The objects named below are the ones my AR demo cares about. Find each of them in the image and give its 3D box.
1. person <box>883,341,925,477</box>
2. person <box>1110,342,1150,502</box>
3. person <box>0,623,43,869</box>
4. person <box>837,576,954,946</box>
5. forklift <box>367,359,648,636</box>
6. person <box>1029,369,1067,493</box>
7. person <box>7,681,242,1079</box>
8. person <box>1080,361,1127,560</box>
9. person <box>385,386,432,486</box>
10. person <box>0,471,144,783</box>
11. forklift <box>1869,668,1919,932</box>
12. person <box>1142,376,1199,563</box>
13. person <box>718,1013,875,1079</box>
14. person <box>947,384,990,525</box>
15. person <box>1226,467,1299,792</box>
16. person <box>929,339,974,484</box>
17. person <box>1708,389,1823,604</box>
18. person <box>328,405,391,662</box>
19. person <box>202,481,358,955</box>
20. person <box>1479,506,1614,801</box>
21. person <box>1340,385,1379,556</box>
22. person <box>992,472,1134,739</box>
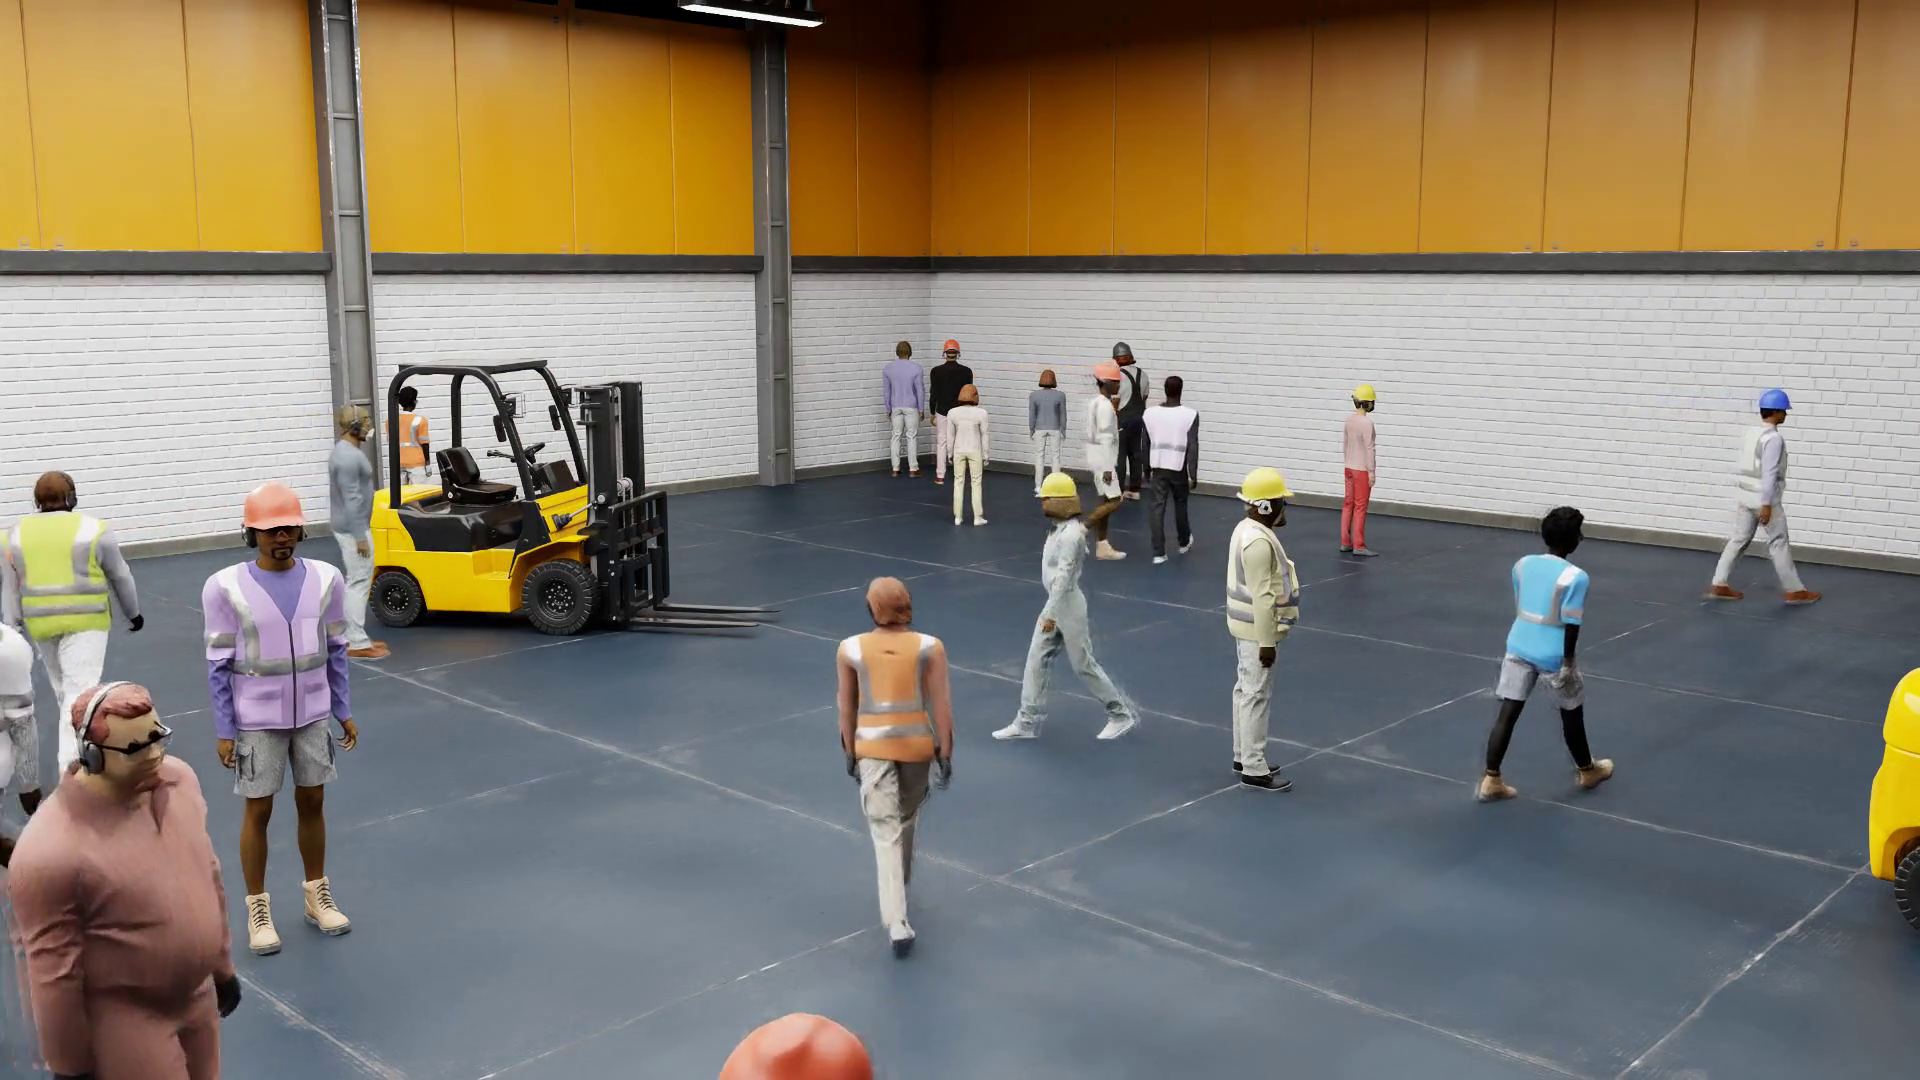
[{"bbox_3d":[-0.782,-1.855,23.600,0.631,1.940,0.372,3,10,20],"label":"person"},{"bbox_3d":[2.052,-1.513,21.188,0.672,2.000,0.536,-8,12,-40],"label":"person"},{"bbox_3d":[-4.003,0.908,6.845,0.569,1.881,0.971,4,10,22],"label":"person"},{"bbox_3d":[-0.283,0.964,7.429,0.508,1.578,0.888,-2,9,-9],"label":"person"},{"bbox_3d":[-3.850,-0.407,13.936,2.313,2.155,1.214,2,9,11],"label":"forklift"},{"bbox_3d":[1.156,-1.430,21.927,0.500,1.633,0.281,1,9,5],"label":"person"},{"bbox_3d":[-2.326,1.276,4.595,0.703,1.877,0.668,1,9,8],"label":"person"},{"bbox_3d":[1.413,-0.780,16.733,0.528,2.030,0.638,0,9,-3],"label":"person"},{"bbox_3d":[-5.946,-0.812,17.973,0.534,1.695,0.321,3,10,18],"label":"person"},{"bbox_3d":[-5.169,0.491,9.688,0.626,1.786,0.989,-1,9,-4],"label":"person"},{"bbox_3d":[5.205,0.723,7.013,2.313,2.155,1.214,9,13,43],"label":"forklift"},{"bbox_3d":[2.152,-0.737,16.955,0.618,1.862,0.987,4,10,21],"label":"person"},{"bbox_3d":[-0.205,1.589,2.575,0.550,1.918,0.747,2,9,11],"label":"person"},{"bbox_3d":[0.096,-0.981,19.173,0.506,1.632,0.268,3,10,15],"label":"person"},{"bbox_3d":[1.720,0.500,9.470,0.404,1.837,0.588,0,9,1],"label":"person"},{"bbox_3d":[-0.119,-1.753,22.834,0.617,1.989,0.401,-1,9,-9],"label":"person"},{"bbox_3d":[7.132,-0.378,14.673,0.916,1.901,0.632,0,9,3],"label":"person"},{"bbox_3d":[-4.568,-0.056,12.593,0.378,1.933,0.637,-3,10,-18],"label":"person"},{"bbox_3d":[-2.936,0.759,7.250,0.605,2.045,0.377,-8,12,-42],"label":"person"},{"bbox_3d":[3.277,0.630,9.246,0.903,1.640,0.537,-6,11,-31],"label":"person"},{"bbox_3d":[4.138,-0.717,17.150,0.310,1.768,0.533,-3,10,-16],"label":"person"},{"bbox_3d":[0.679,0.421,10.362,0.862,1.703,0.488,-2,9,-12],"label":"person"}]
